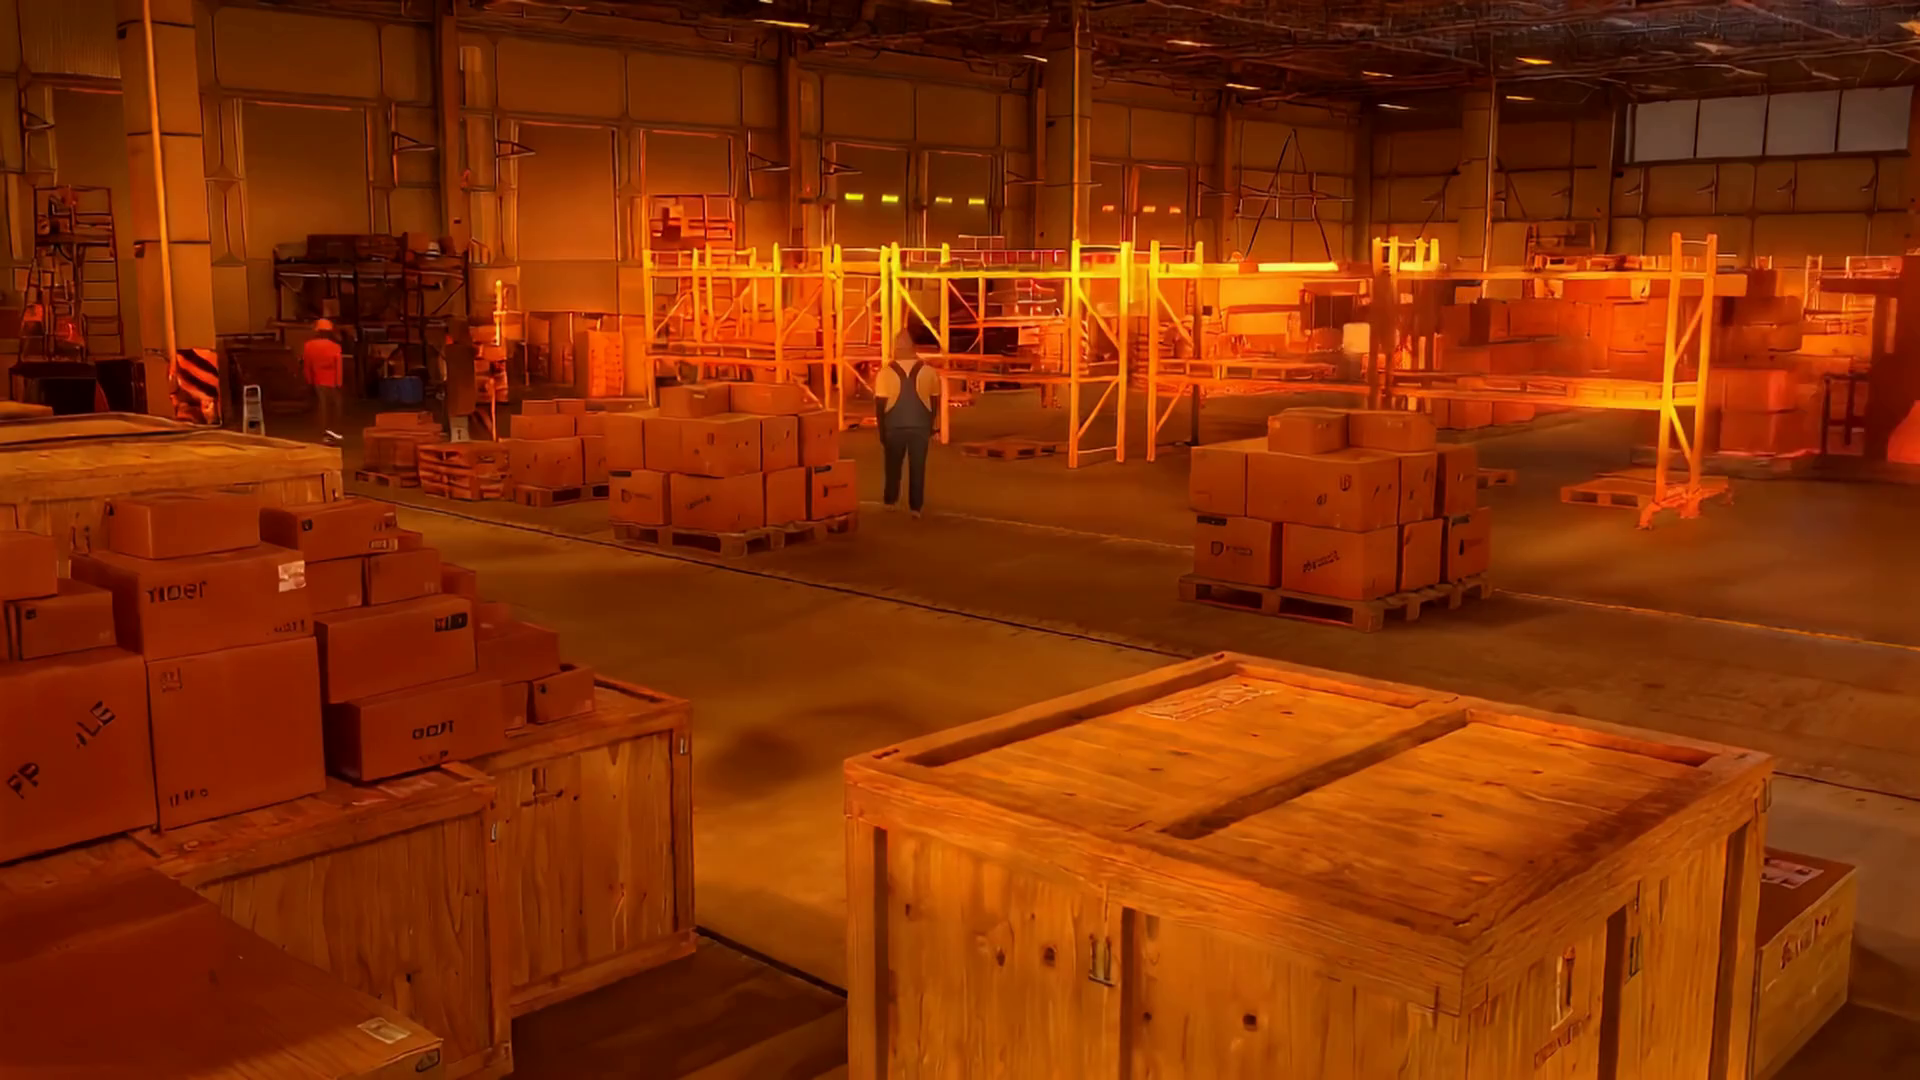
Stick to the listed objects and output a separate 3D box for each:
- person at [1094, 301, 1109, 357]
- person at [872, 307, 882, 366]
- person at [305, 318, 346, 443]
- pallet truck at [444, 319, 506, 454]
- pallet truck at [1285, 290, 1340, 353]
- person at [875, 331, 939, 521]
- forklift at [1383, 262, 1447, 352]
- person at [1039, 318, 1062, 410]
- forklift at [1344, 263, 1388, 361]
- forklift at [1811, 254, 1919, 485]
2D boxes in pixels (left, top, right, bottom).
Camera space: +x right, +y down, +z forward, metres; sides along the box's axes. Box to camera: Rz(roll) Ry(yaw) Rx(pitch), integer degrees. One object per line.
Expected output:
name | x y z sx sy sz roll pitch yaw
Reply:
person | 4.249 -6.338 50.051 0.566 1.674 0.555 -4 10 -23
person | -2.178 -5.395 44.447 0.323 1.631 0.522 -1 9 -7
person | -9.684 -2.427 25.409 0.588 1.909 0.516 1 9 4
pallet truck | -6.981 -1.942 22.150 1.885 1.965 0.823 1 9 9
pallet truck | 11.297 -6.951 52.861 1.885 1.965 0.823 -5 11 -29
person | -0.584 -1.260 17.840 0.692 2.000 1.003 -1 9 -8
forklift | 11.122 -5.213 39.505 1.873 2.768 1.129 9 13 43
person | 1.735 -3.333 31.489 0.490 1.735 0.324 -5 11 -30
forklift | 11.973 -6.468 47.199 1.873 2.768 1.129 4 10 24
forklift | 11.704 -2.085 20.325 1.873 2.768 1.129 9 13 43
